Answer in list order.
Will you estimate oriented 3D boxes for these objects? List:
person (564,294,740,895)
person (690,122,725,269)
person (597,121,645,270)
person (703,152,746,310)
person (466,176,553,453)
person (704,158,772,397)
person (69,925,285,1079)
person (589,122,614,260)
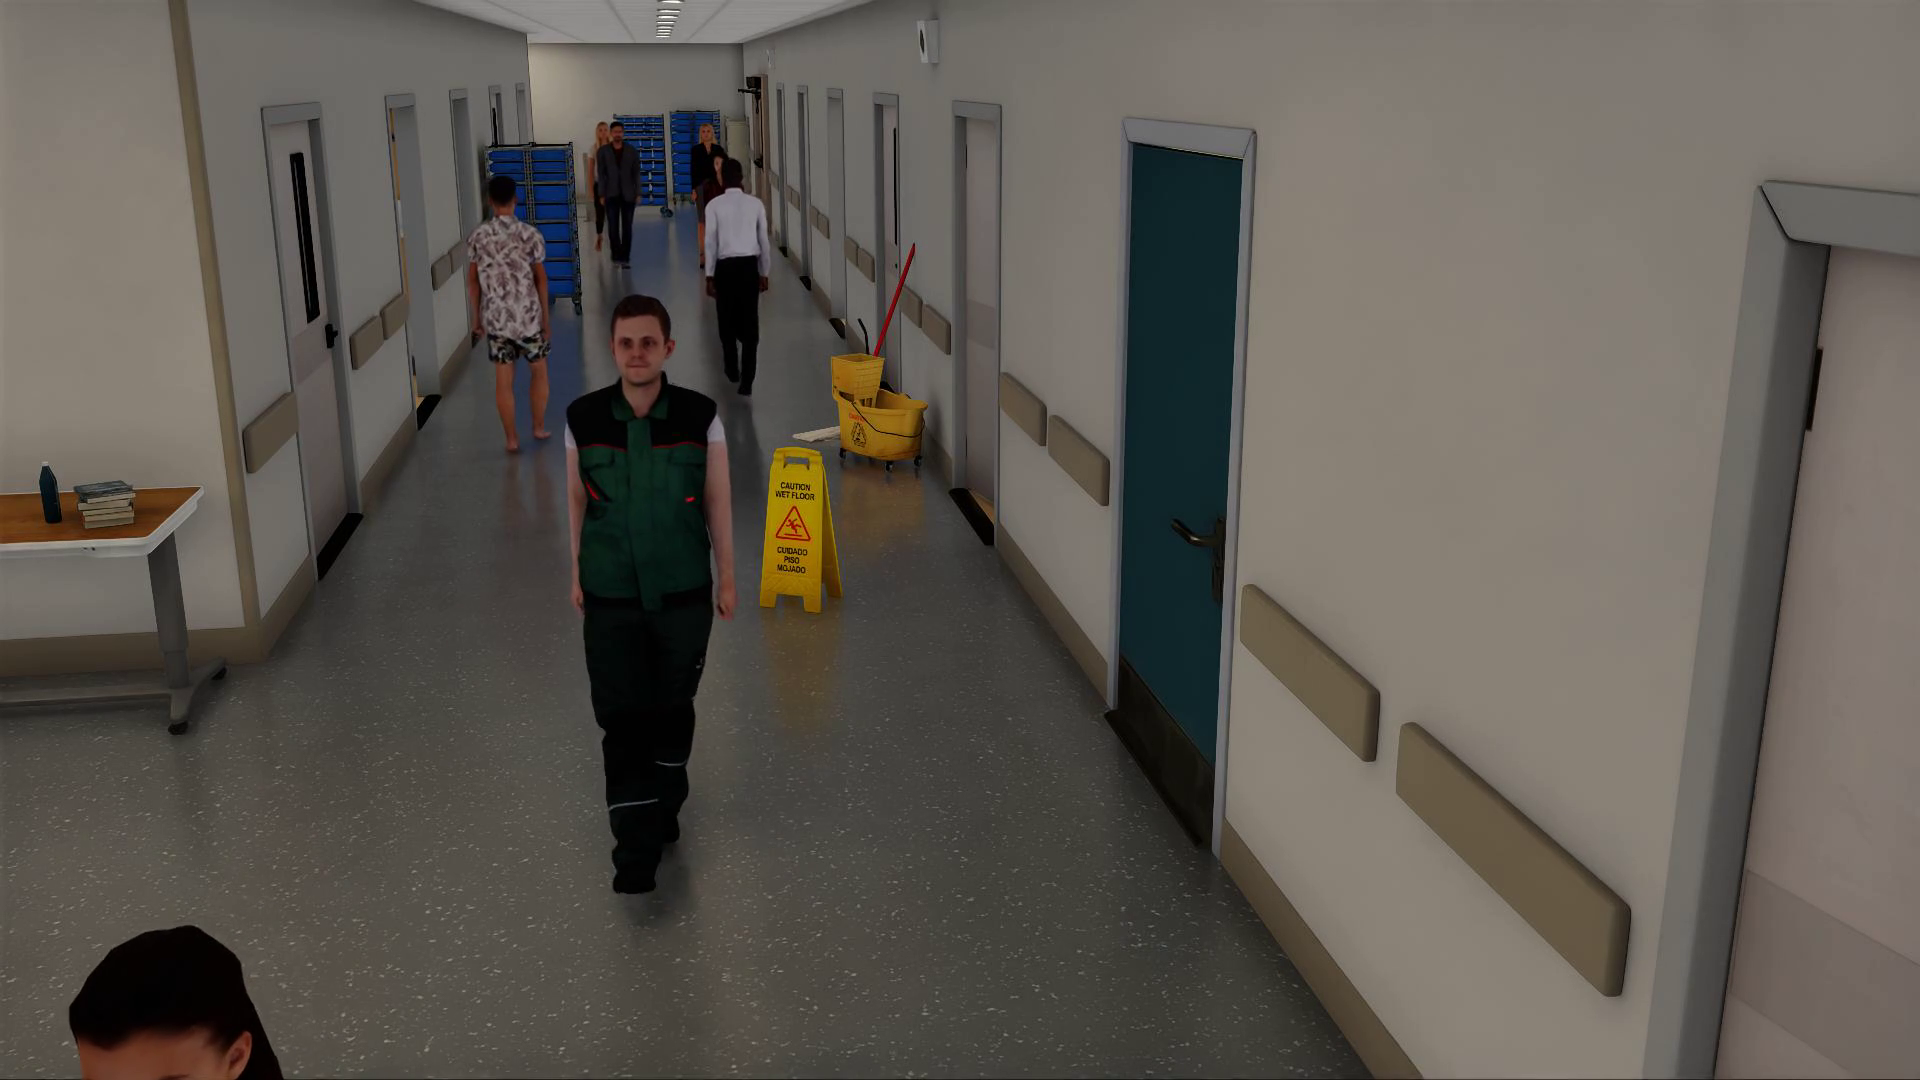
[{"bbox_3d":[-0.976,0.145,5.235,0.668,1.807,1.024,-3,16,-10],"label":"person"},{"bbox_3d":[-3.233,-4.428,21.395,0.616,1.844,0.561,-4,16,-15],"label":"person"},{"bbox_3d":[-4.339,-4.376,21.190,0.768,1.854,0.831,-5,17,-18],"label":"person"},{"bbox_3d":[-2.500,-3.287,17.730,0.601,1.635,0.872,-3,16,-9],"label":"person"},{"bbox_3d":[-2.964,-1.468,10.988,0.704,1.794,0.758,-2,16,-7],"label":"person"},{"bbox_3d":[-1.687,-1.954,12.737,0.694,1.779,1.305,-3,16,-12],"label":"person"},{"bbox_3d":[-0.879,1.169,2.071,0.540,1.550,0.599,-2,16,-8],"label":"person"},{"bbox_3d":[-4.782,-4.715,22.467,0.720,1.814,0.897,-6,17,-22],"label":"person"}]
